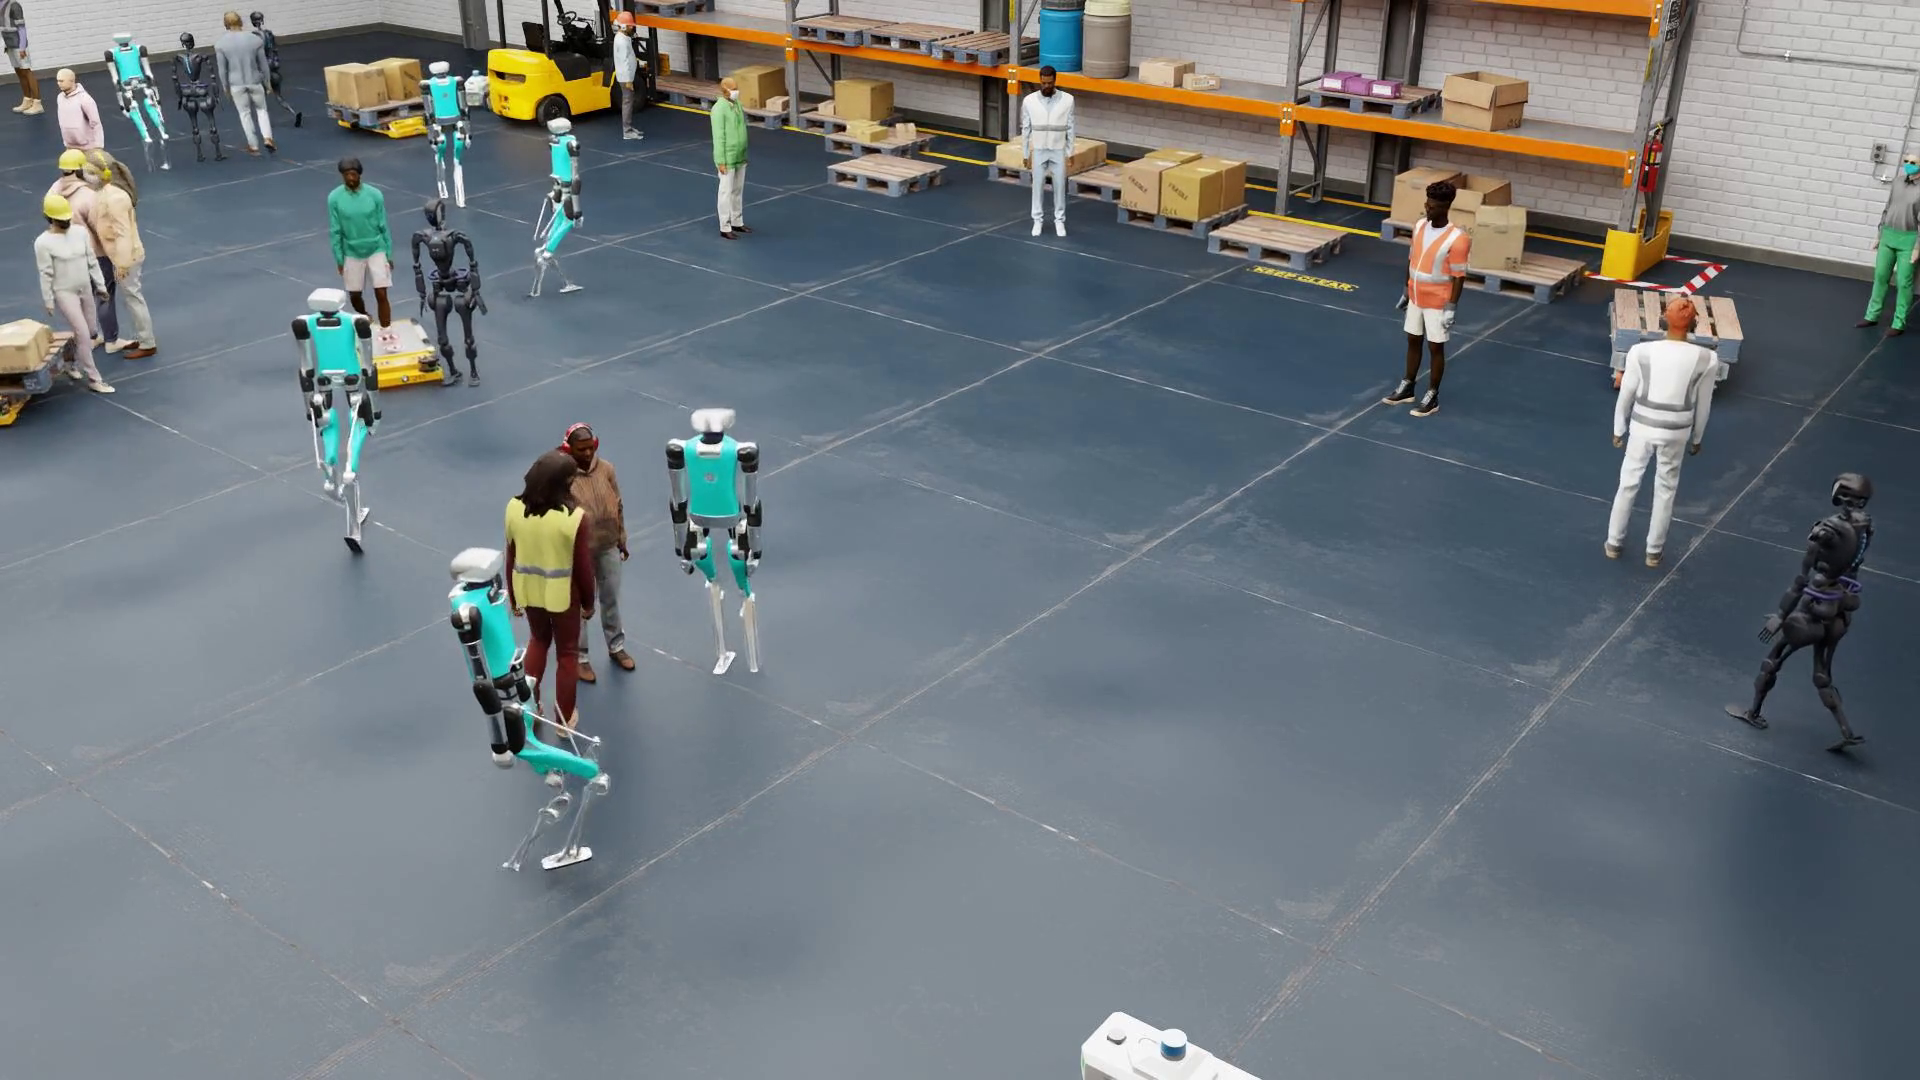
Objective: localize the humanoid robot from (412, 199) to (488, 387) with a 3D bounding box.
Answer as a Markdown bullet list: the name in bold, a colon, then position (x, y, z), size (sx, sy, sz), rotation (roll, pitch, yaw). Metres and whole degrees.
- **humanoid robot**: position (-4.392, -2.136, 14.371), size (0.601, 1.651, 0.309), rotation (1, 26, 2)

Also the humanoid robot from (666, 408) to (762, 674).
- **humanoid robot**: position (-1.403, 0.009, 9.921), size (0.543, 1.841, 0.663), rotation (1, 26, 2)

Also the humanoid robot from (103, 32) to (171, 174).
- **humanoid robot**: position (-10.581, -5.607, 21.542), size (0.548, 1.808, 0.799), rotation (-20, 32, -35)

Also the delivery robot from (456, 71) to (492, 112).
- **delivery robot**: position (-7.389, -6.887, 25.477), size (0.499, 0.570, 0.750), rotation (2, 26, 3)

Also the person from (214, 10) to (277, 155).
- **person**: position (-9.603, -6.126, 22.370), size (0.633, 1.918, 0.446), rotation (-15, 30, -28)

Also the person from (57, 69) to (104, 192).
- **person**: position (-10.122, -4.551, 19.253), size (0.530, 1.782, 0.402), rotation (8, 27, 17)

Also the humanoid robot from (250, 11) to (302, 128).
- **humanoid robot**: position (-9.947, -6.764, 23.983), size (0.650, 1.640, 0.608), rotation (9, 27, 17)

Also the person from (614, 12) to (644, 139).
- **person**: position (-4.671, -6.541, 23.427), size (0.351, 1.738, 0.572), rotation (-5, 26, -11)

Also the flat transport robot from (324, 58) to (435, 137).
- **flat transport robot**: position (-8.329, -6.064, 24.130), size (1.431, 0.231, 0.659), rotation (18, 31, 33)

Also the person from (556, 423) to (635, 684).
- **person**: position (-2.199, 0.058, 9.867), size (0.453, 1.643, 0.312), rotation (-20, 32, -36)

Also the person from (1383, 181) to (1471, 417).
- **person**: position (3.885, -2.000, 13.763), size (0.373, 1.966, 0.603), rotation (-13, 29, -25)

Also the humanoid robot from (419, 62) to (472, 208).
- **humanoid robot**: position (-6.214, -4.896, 20.069), size (0.552, 1.811, 0.929), rotation (-12, 28, -24)

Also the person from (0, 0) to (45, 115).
- **person**: position (-14.159, -7.416, 24.891), size (0.605, 2.045, 0.376), rotation (20, 32, 35)

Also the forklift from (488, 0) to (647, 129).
- **forklift**: position (-5.874, -7.334, 24.552), size (1.214, 2.155, 2.313), rotation (19, 32, 34)

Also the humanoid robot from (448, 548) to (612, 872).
- **humanoid robot**: position (-1.992, 0.882, 8.092), size (0.794, 1.797, 0.565), rotation (-1, 26, -2)

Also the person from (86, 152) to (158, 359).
- **person**: position (-7.579, -2.578, 15.071), size (0.433, 1.871, 0.592), rotation (-15, 29, -28)

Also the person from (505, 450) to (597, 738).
- **person**: position (-2.285, 0.323, 9.210), size (0.572, 1.748, 0.413), rotation (5, 26, 11)

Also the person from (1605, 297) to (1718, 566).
- **person**: position (4.709, -0.726, 11.223), size (0.575, 1.881, 0.384), rotation (11, 28, 21)

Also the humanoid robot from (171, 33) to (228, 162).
- **humanoid robot**: position (-10.162, -5.902, 22.157), size (0.599, 1.657, 0.315), rotation (-2, 26, -4)

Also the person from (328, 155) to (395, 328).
- **person**: position (-5.433, -2.604, 15.168), size (0.525, 1.830, 0.639), rotation (-9, 27, -17)

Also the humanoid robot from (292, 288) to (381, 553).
- **humanoid robot**: position (-4.325, -0.770, 11.504), size (0.543, 1.784, 0.931), rotation (-2, 26, -5)

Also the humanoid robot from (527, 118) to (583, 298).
- **humanoid robot**: position (-4.162, -3.249, 16.727), size (0.796, 1.878, 0.556), rotation (-19, 32, -34)

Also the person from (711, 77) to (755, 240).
- **person**: position (-2.574, -4.307, 18.750), size (0.384, 1.782, 0.553), rotation (12, 28, 23)

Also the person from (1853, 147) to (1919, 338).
- **person**: position (8.852, -2.816, 15.635), size (0.346, 1.812, 0.511), rotation (-11, 28, -21)

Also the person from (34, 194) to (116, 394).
- **person**: position (-7.681, -2.135, 14.300), size (0.687, 1.729, 0.525), rotation (9, 27, 18)

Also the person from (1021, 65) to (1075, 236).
- **person**: position (0.992, -4.400, 18.804), size (0.597, 1.908, 0.400), rotation (0, 26, 1)

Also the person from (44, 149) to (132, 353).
- **person**: position (-7.965, -2.618, 15.170), size (0.820, 1.857, 0.434), rotation (9, 27, 19)

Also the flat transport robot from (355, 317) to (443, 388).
- **flat transport robot**: position (-5.168, -1.714, 15.120), size (0.659, 0.231, 1.431), rotation (-12, 28, -23)

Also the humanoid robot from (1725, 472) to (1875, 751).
- **humanoid robot**: position (4.761, 0.398, 9.183), size (0.601, 1.645, 0.734), rotation (-14, 29, -26)

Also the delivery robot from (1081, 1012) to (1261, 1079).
- **delivery robot**: position (0.858, 2.231, 6.638), size (0.804, 0.610, 0.499), rotation (18, 31, 33)

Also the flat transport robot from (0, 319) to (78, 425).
- **flat transport robot**: position (-8.297, -1.294, 14.251), size (0.659, 0.231, 1.431), rotation (-5, 26, -9)
